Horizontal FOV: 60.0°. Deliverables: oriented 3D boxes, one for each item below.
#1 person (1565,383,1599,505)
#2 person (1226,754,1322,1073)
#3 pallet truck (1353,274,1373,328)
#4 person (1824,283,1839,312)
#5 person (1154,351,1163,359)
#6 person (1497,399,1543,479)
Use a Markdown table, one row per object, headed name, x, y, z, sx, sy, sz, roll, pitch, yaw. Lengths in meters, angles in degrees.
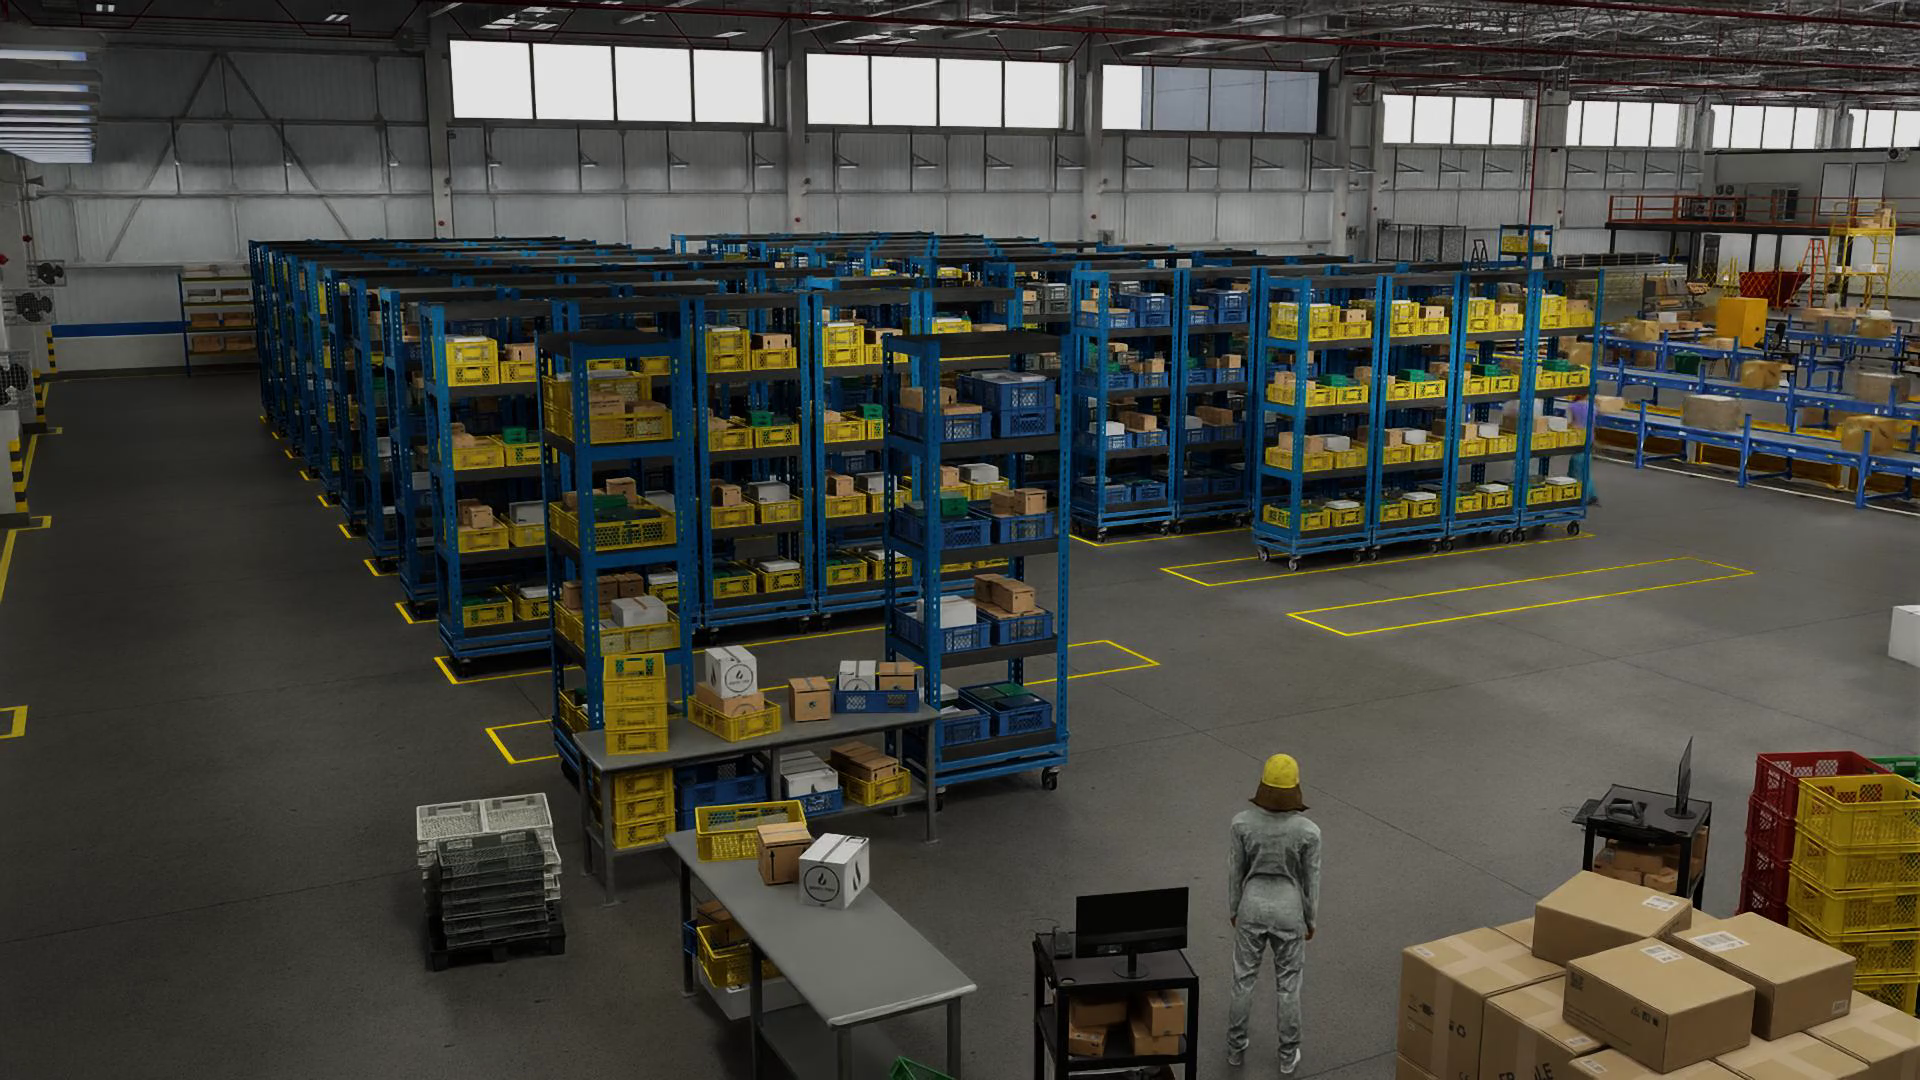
| name | x | y | z | sx | sy | sz | roll | pitch | yaw |
| --- | --- | --- | --- | --- | --- | --- | --- | --- | --- |
| person | 9.251 | -1.437 | 24.788 | 0.567 | 1.797 | 0.908 | -8 | 15 | -34 |
| person | 1.675 | 1.988 | 8.920 | 0.485 | 1.735 | 0.347 | 4 | 13 | 16 |
| pallet truck | 13.011 | -8.050 | 55.243 | 0.823 | 1.965 | 1.885 | -7 | 14 | -28 |
| person | 25.696 | -6.671 | 49.179 | 0.649 | 1.833 | 0.586 | -2 | 12 | -11 |
| person | 3.987 | -3.607 | 34.569 | 0.629 | 1.947 | 0.936 | -7 | 14 | -28 |
| person | 8.201 | -1.439 | 24.632 | 0.660 | 1.858 | 0.845 | -4 | 13 | -20 |
